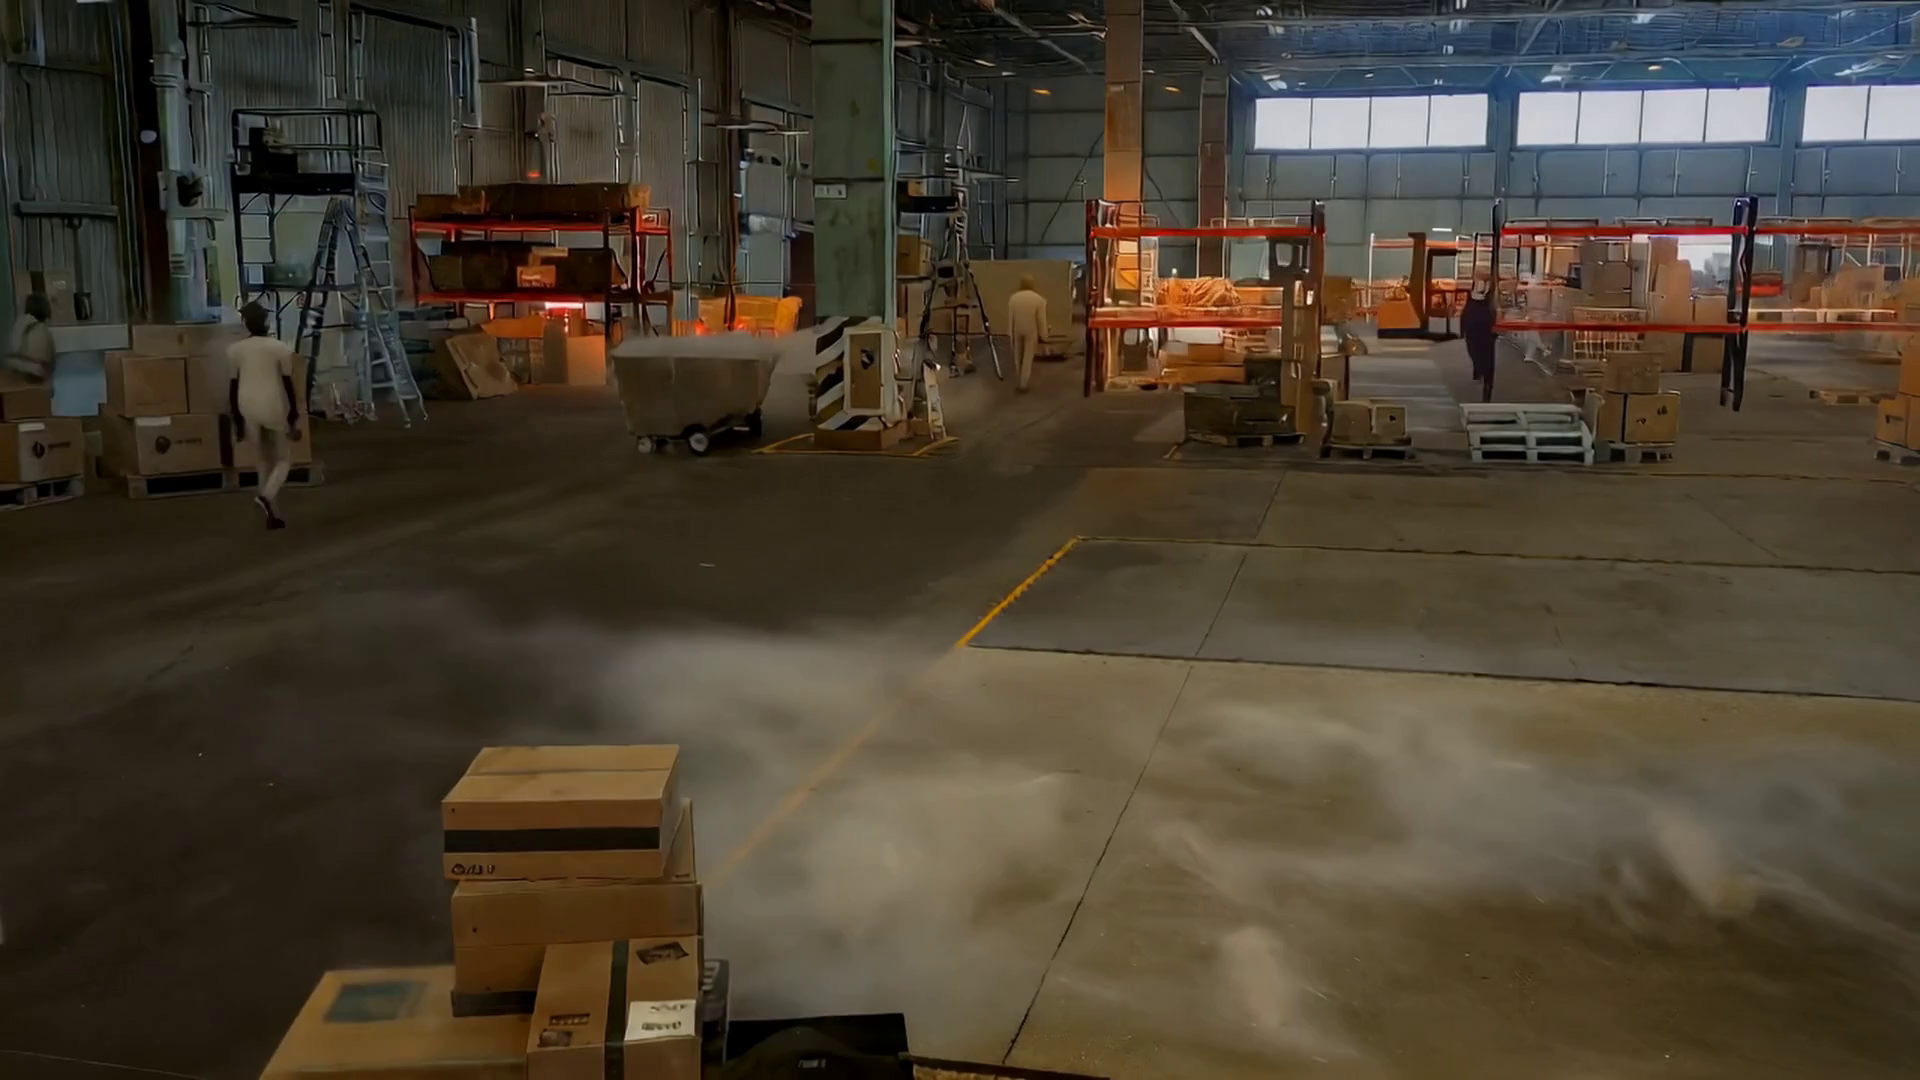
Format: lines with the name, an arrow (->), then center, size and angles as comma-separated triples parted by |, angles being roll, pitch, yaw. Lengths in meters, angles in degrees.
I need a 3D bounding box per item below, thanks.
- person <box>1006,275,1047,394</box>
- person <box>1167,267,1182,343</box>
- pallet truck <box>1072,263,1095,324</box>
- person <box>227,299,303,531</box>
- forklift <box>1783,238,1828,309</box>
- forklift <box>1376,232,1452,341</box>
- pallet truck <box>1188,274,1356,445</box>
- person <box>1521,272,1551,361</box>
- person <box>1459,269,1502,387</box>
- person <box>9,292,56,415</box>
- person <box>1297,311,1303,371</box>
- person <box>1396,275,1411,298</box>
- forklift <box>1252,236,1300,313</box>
person -> 1.082, -3.312, 26.811 | 0.640, 1.883, 0.974 | 2, 10, 13
person -> 5.506, -6.032, 42.695 | 0.361, 1.938, 0.545 | -1, 10, -8
pallet truck -> 4.325, -8.180, 55.162 | 0.823, 1.965, 1.885 | 6, 11, 31
person -> -5.462, -0.956, 13.057 | 0.534, 1.855, 0.616 | 0, 10, 1
forklift -> 28.004, -8.582, 54.931 | 1.129, 2.768, 1.873 | 2, 10, 14
forklift -> 11.835, -6.584, 43.170 | 1.873, 2.768, 1.129 | 2, 10, 14
pallet truck -> 3.653, -2.138, 19.590 | 1.885, 1.965, 0.823 | -4, 10, -20
person -> 12.133, -4.667, 34.825 | 0.643, 1.885, 0.686 | -6, 11, -30
person -> 8.879, -3.656, 28.400 | 0.677, 2.000, 0.959 | 7, 12, 37
person -> -9.664, -1.675, 17.415 | 0.642, 1.811, 0.597 | 9, 13, 43
person -> 6.638, -4.094, 31.882 | 0.325, 1.736, 0.490 | 7, 12, 34
person -> 12.967, -6.899, 48.540 | 0.539, 1.681, 0.498 | 4, 10, 21
forklift -> 9.588, -7.637, 49.368 | 1.129, 2.768, 1.873 | -4, 10, -23
